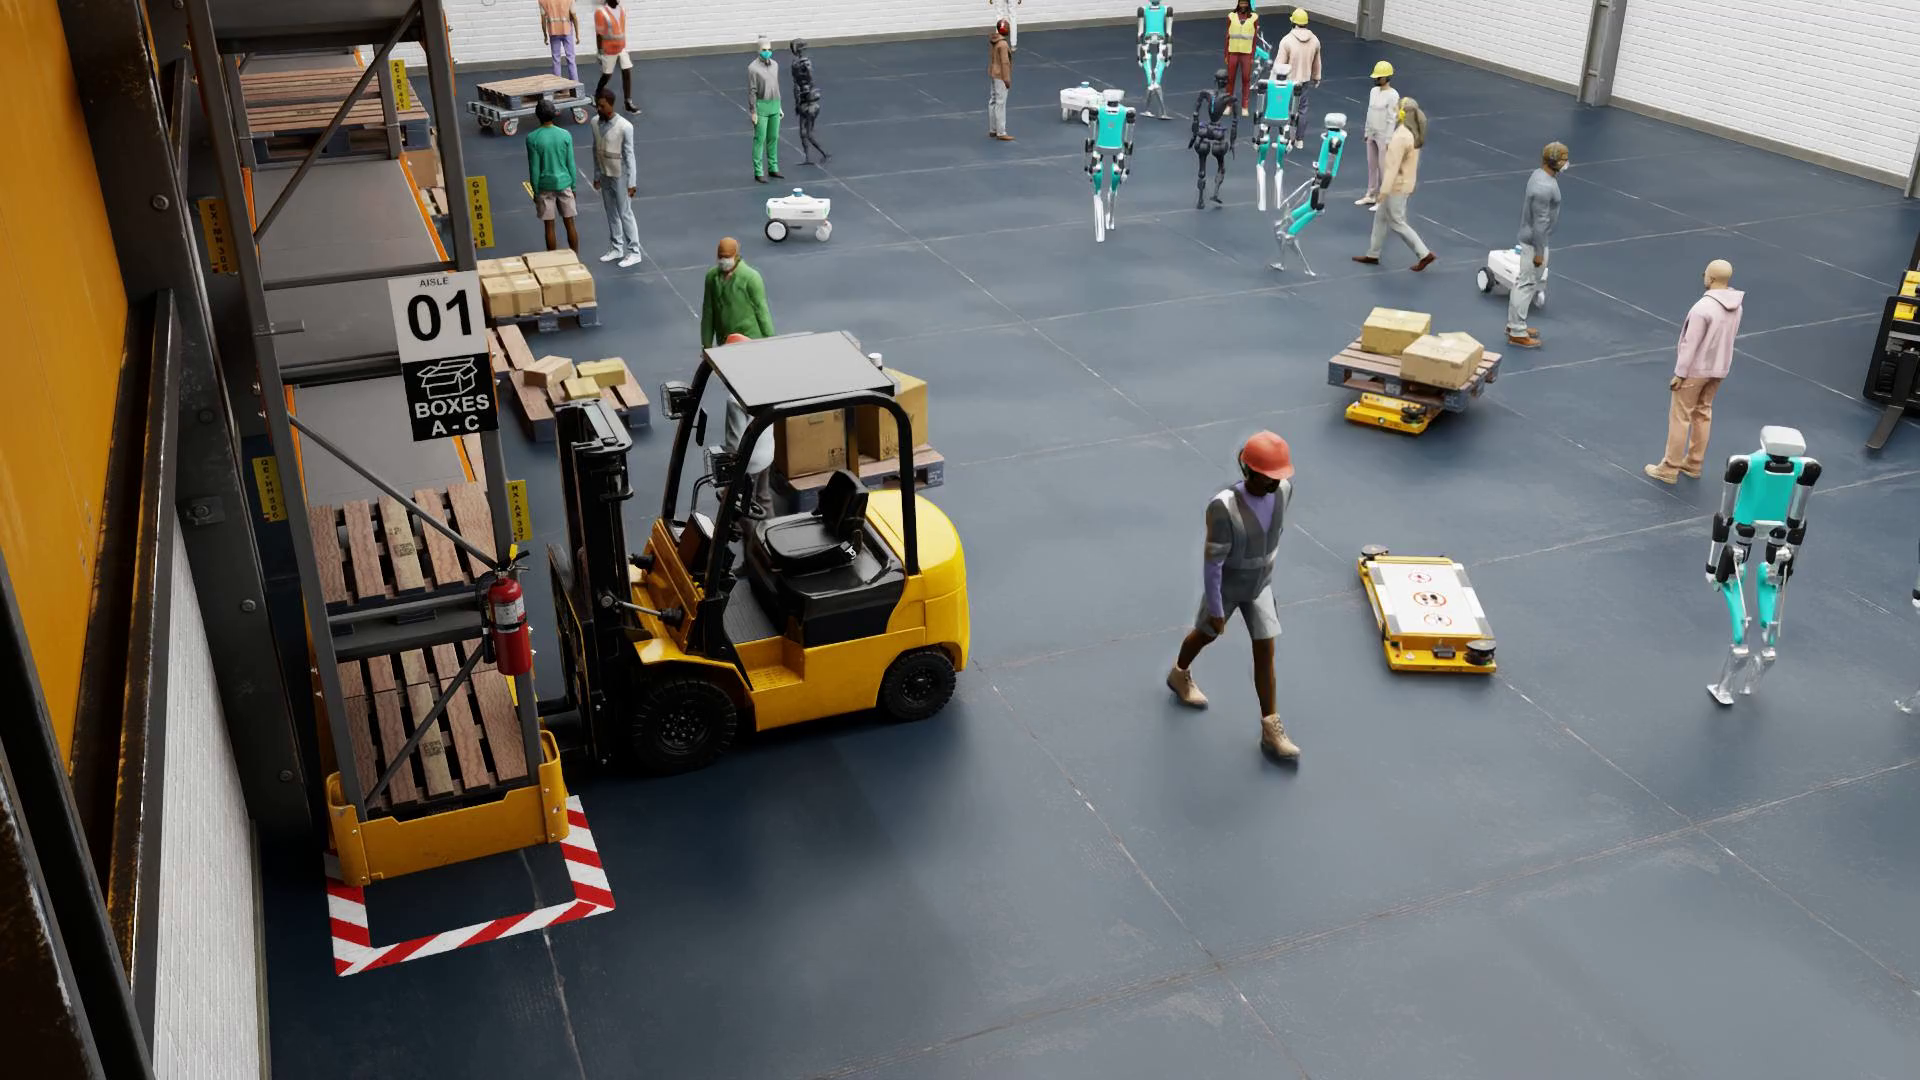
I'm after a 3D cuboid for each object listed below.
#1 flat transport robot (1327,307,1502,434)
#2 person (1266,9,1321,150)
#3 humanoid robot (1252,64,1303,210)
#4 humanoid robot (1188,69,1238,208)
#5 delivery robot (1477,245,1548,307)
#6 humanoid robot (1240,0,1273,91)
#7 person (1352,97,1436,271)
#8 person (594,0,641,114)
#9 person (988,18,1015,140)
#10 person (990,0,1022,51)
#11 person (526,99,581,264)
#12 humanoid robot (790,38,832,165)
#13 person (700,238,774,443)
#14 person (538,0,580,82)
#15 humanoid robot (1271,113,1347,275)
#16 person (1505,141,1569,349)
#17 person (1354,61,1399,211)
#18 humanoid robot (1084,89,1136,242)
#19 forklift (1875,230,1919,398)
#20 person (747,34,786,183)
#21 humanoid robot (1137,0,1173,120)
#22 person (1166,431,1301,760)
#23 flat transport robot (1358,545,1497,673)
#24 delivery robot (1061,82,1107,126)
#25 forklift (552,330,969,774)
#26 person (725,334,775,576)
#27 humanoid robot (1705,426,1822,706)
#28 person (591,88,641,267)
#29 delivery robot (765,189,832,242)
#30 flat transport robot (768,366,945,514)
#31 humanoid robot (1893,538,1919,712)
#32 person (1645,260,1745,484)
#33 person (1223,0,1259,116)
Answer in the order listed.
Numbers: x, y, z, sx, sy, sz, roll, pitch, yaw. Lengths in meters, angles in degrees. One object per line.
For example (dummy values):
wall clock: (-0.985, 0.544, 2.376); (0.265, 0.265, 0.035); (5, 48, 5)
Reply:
flat transport robot: (3.954, -1.299, 14.572); (0.659, 0.231, 1.431); (17, 31, 30)
person: (4.580, -6.269, 22.674); (0.802, 1.870, 0.407); (-10, 28, -20)
humanoid robot: (3.772, -4.823, 20.006); (0.550, 1.846, 0.657); (3, 27, 6)
humanoid robot: (3.038, -4.834, 20.037); (0.609, 1.646, 0.343); (14, 30, 25)
delivery robot: (5.718, -2.734, 17.101); (0.499, 0.589, 0.791); (-5, 27, -10)
humanoid robot: (4.660, -7.802, 25.899); (0.770, 1.809, 0.541); (12, 29, 22)
person: (4.736, -3.787, 17.769); (0.876, 1.847, 0.549); (13, 29, 23)
person: (-5.214, -7.324, 24.709); (0.830, 1.932, 0.611); (19, 32, 33)
person: (0.554, -6.437, 23.251); (0.327, 1.648, 0.459); (-10, 28, -19)
person: (0.805, -9.562, 29.210); (0.582, 1.882, 0.340); (-3, 27, -6)
person: (-4.301, -3.730, 17.649); (0.506, 1.849, 0.389); (-12, 29, -23)
humanoid robot: (-1.988, -5.782, 21.950); (0.425, 1.639, 0.615); (-11, 29, -21)
person: (-1.818, -1.601, 13.508); (0.531, 1.770, 0.444); (19, 32, 32)
person: (-6.202, -7.839, 25.824); (0.565, 1.846, 0.390); (-4, 27, -9)
humanoid robot: (3.599, -3.627, 17.603); (0.820, 1.787, 0.548); (5, 27, 10)
person: (5.436, -2.791, 15.683); (0.354, 1.936, 0.634); (7, 27, 13)
person: (5.022, -4.853, 19.983); (0.330, 1.761, 0.522); (-11, 29, -21)
humanoid robot: (1.686, -4.258, 18.876); (0.558, 1.823, 0.905); (2, 27, 5)
forklift: (9.029, -2.397, 14.618); (1.214, 2.155, 2.313); (18, 32, 32)
person: (-2.469, -5.498, 21.171); (0.325, 1.841, 0.524); (21, 34, 36)
humanoid robot: (2.852, -7.045, 24.360); (0.621, 1.765, 0.847); (4, 27, 9)
person: (1.620, 0.239, 9.619); (0.647, 1.973, 1.112); (-15, 30, -28)
flat transport robot: (3.095, 0.450, 11.092); (0.659, 0.231, 1.431); (2, 27, 3)
delivery robot: (1.847, -6.398, 24.406); (0.776, 0.605, 0.525); (21, 33, 35)
forklift: (-1.094, 0.010, 9.831); (2.313, 2.155, 1.214); (-10, 28, -20)
person: (-1.470, -0.590, 11.521); (0.345, 1.740, 0.573); (9, 28, 17)
humanoid robot: (4.750, 0.261, 9.850); (0.540, 1.820, 0.674); (1, 27, 2)
person: (-3.712, -3.925, 17.974); (0.593, 1.910, 0.384); (20, 33, 35)
delivery robot: (-1.867, -3.720, 19.085); (0.813, 0.609, 0.499); (1, 27, 1)
flat transport robot: (-0.857, -0.395, 12.774); (0.659, 0.231, 1.431); (-13, 29, -24)
humanoid robot: (5.850, 0.396, 9.597); (0.530, 1.787, 0.826); (0, 27, 0)
person: (5.753, -1.290, 12.878); (0.542, 1.773, 0.408); (-14, 30, -26)
person: (4.147, -7.188, 24.619); (0.469, 1.765, 0.366); (6, 27, 12)
